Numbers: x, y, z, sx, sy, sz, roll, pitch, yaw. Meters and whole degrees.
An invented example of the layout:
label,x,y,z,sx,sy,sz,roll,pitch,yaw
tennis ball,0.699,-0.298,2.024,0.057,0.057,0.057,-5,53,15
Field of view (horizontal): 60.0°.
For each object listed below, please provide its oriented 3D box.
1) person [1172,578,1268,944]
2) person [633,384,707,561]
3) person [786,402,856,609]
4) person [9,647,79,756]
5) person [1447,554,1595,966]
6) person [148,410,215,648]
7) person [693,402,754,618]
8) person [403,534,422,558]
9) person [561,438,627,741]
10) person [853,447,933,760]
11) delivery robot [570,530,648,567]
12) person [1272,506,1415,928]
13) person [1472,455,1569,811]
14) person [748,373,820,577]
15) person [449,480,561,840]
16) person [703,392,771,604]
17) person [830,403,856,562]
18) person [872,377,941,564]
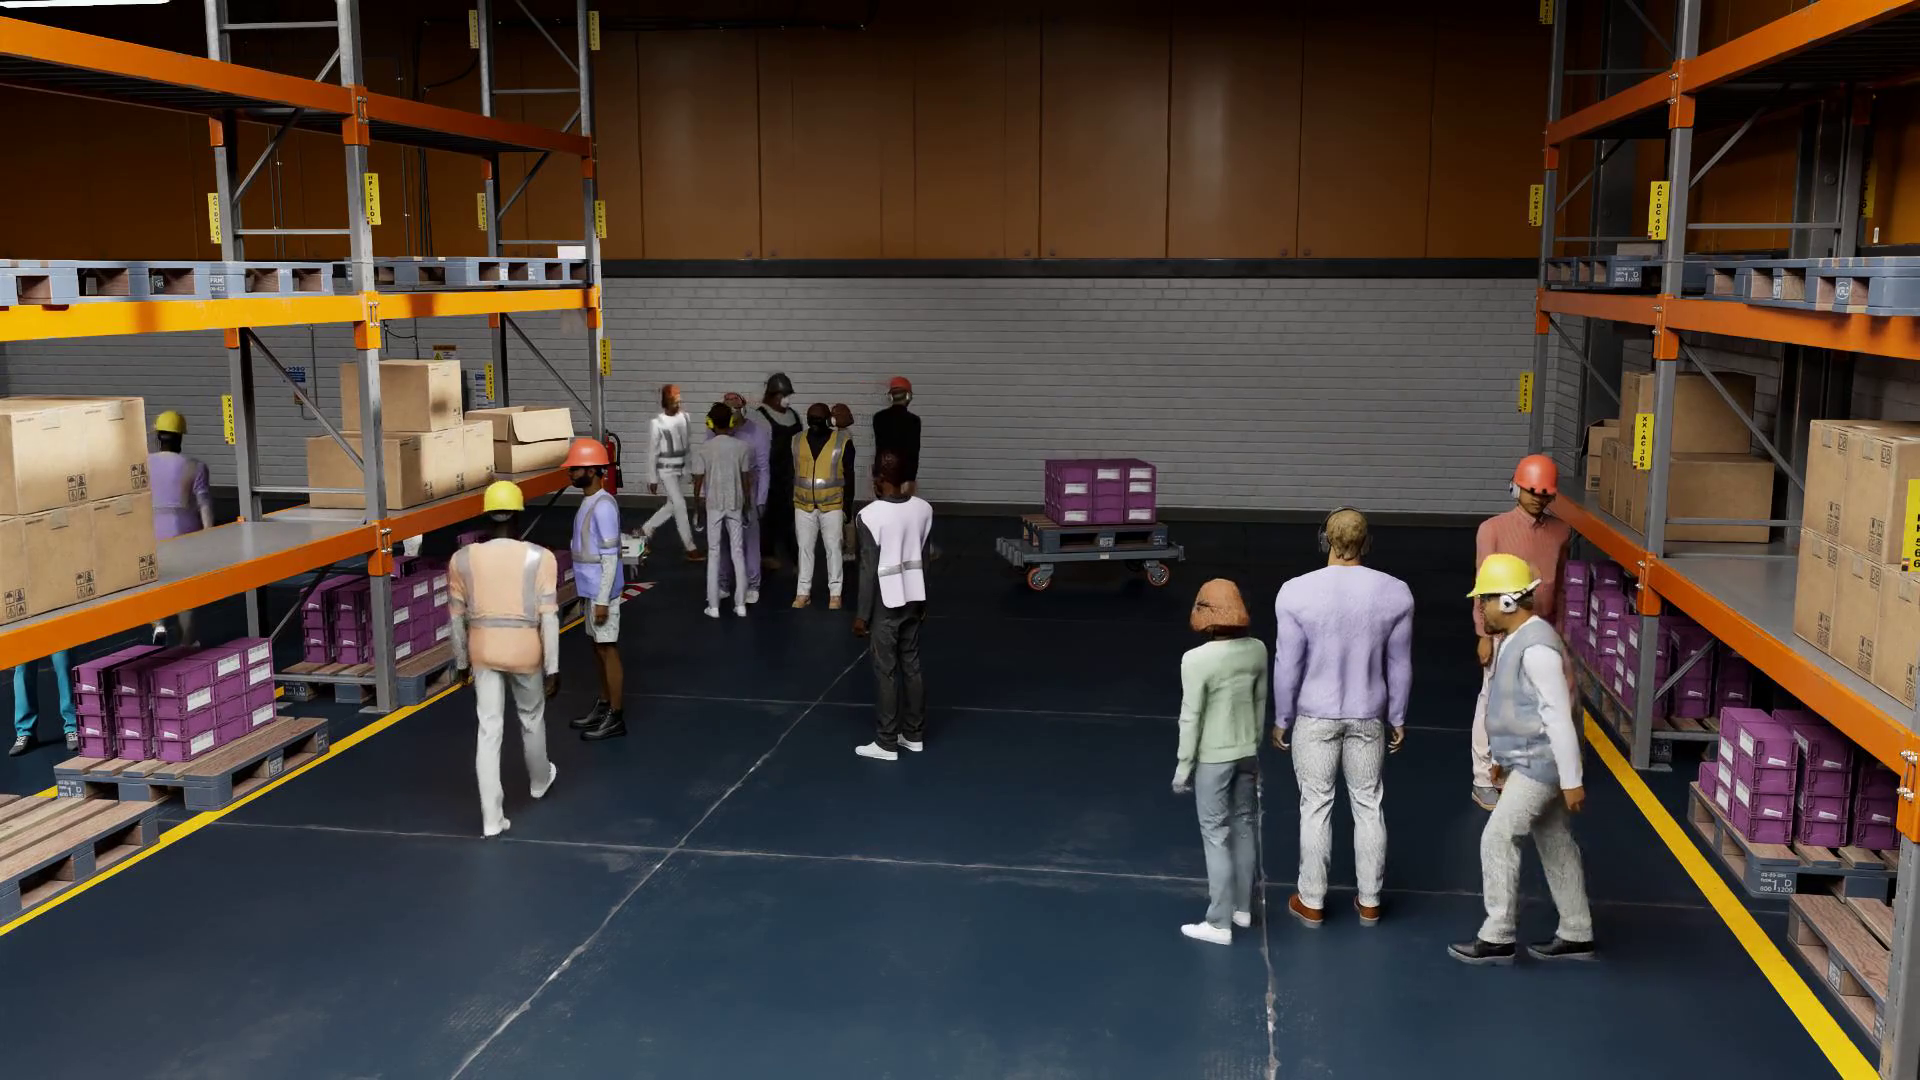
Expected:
label,x,y,z,sx,sy,sz,roll,pitch,yaw
person,1.165,0.985,7.468,0.504,1.620,0.395,-7,11,-36
person,-3.040,-0.708,17.217,0.855,1.854,0.625,5,10,28
person,-1.244,-0.299,14.729,0.621,1.838,0.429,1,9,9
person,-5.715,0.403,10.348,0.566,1.849,0.390,-3,10,-20
person,2.425,0.951,7.170,0.738,1.781,0.607,2,9,14
person,-6.095,-0.044,12.890,0.620,1.913,0.434,-2,9,-10
person,-2.048,-0.253,14.371,0.529,1.864,0.344,-3,10,-18
person,-5.467,-0.561,16.323,0.429,1.843,0.633,-4,10,-22
person,-2.338,0.312,10.639,0.366,1.939,0.542,-4,10,-22
person,-0.405,0.391,10.215,0.383,1.918,0.597,8,12,41
delivery robot,-3.376,0.079,16.040,0.707,0.478,0.477,0,9,-1
person,1.733,0.808,7.579,0.635,1.937,0.354,0,9,-1
person,3.131,0.510,9.263,0.609,1.988,0.392,-3,10,-21
person,-1.723,-0.673,16.399,0.999,2.000,0.700,7,12,37
person,-2.456,0.615,9.017,0.605,1.861,1.002,-1,9,-4
person,-2.024,-0.373,14.962,0.641,1.909,0.409,3,10,16
person,-1.222,-0.595,17.157,0.272,1.635,0.507,-2,9,-13
person,-0.611,-0.666,16.700,0.603,1.925,0.991,5,11,30
